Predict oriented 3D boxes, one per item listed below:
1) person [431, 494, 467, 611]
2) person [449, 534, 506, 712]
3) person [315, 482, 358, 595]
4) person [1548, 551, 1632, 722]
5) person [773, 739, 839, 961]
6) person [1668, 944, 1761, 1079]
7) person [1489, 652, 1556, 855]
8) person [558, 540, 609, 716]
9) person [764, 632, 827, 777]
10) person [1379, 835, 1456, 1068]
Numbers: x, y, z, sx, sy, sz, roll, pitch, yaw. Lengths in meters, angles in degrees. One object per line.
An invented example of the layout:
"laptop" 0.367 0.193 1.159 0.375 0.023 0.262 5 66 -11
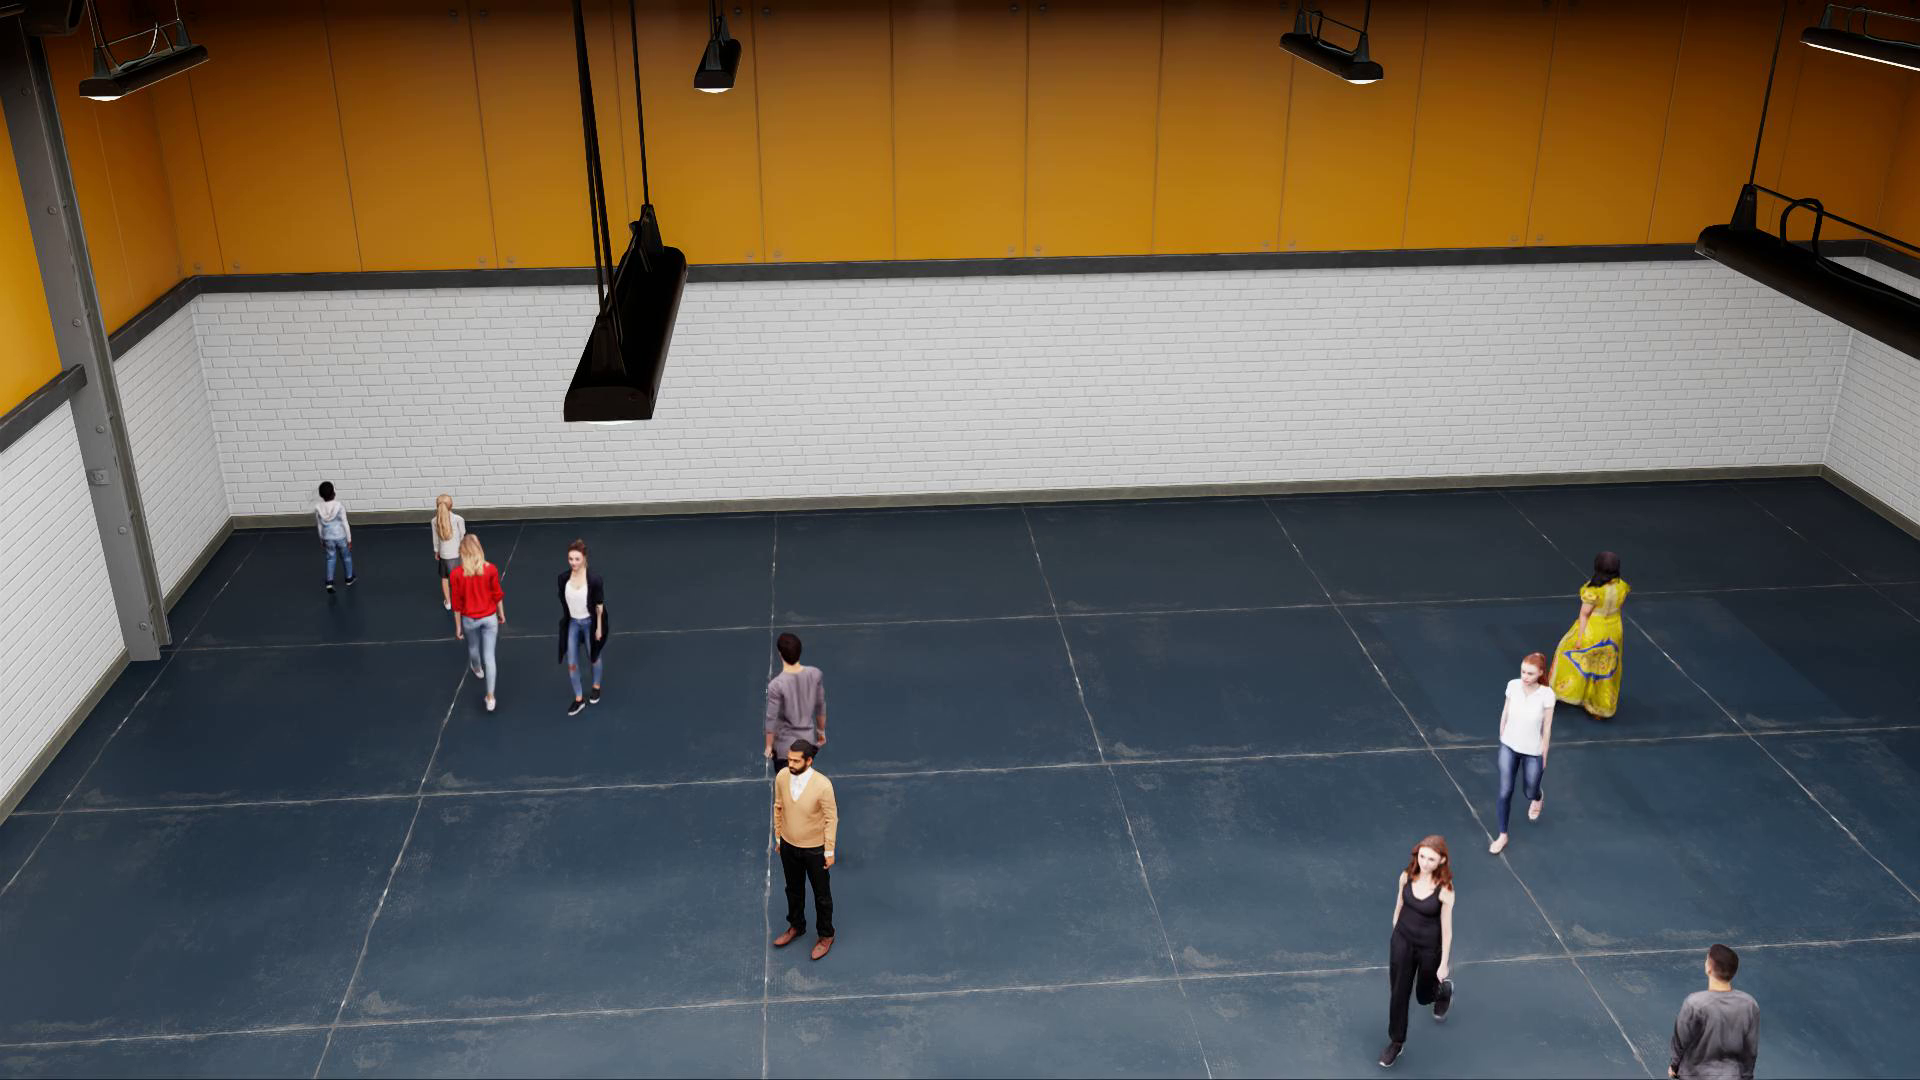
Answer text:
"person" -5.372 0.120 17.551 0.498 1.271 0.505 -2 24 -4
"person" -4.469 0.798 15.510 0.843 1.663 1.161 -9 25 -19
"person" -6.748 -0.018 17.898 0.481 1.246 0.780 -2 24 -5
"person" 5.897 0.914 15.272 0.849 1.640 0.914 -6 24 -14
"person" -1.123 2.222 12.140 0.753 1.754 0.763 12 26 25
"person" 4.456 3.258 9.811 0.624 1.719 1.033 -2 24 -5
"person" 4.581 1.673 13.430 0.947 1.724 1.023 18 29 35
"person" -3.488 0.762 15.588 0.709 1.666 0.846 2 24 6
"person" -1.290 1.626 13.392 0.835 1.841 0.883 -20 31 -38
"person" 3.128 2.676 11.142 1.033 1.721 1.093 19 30 36
